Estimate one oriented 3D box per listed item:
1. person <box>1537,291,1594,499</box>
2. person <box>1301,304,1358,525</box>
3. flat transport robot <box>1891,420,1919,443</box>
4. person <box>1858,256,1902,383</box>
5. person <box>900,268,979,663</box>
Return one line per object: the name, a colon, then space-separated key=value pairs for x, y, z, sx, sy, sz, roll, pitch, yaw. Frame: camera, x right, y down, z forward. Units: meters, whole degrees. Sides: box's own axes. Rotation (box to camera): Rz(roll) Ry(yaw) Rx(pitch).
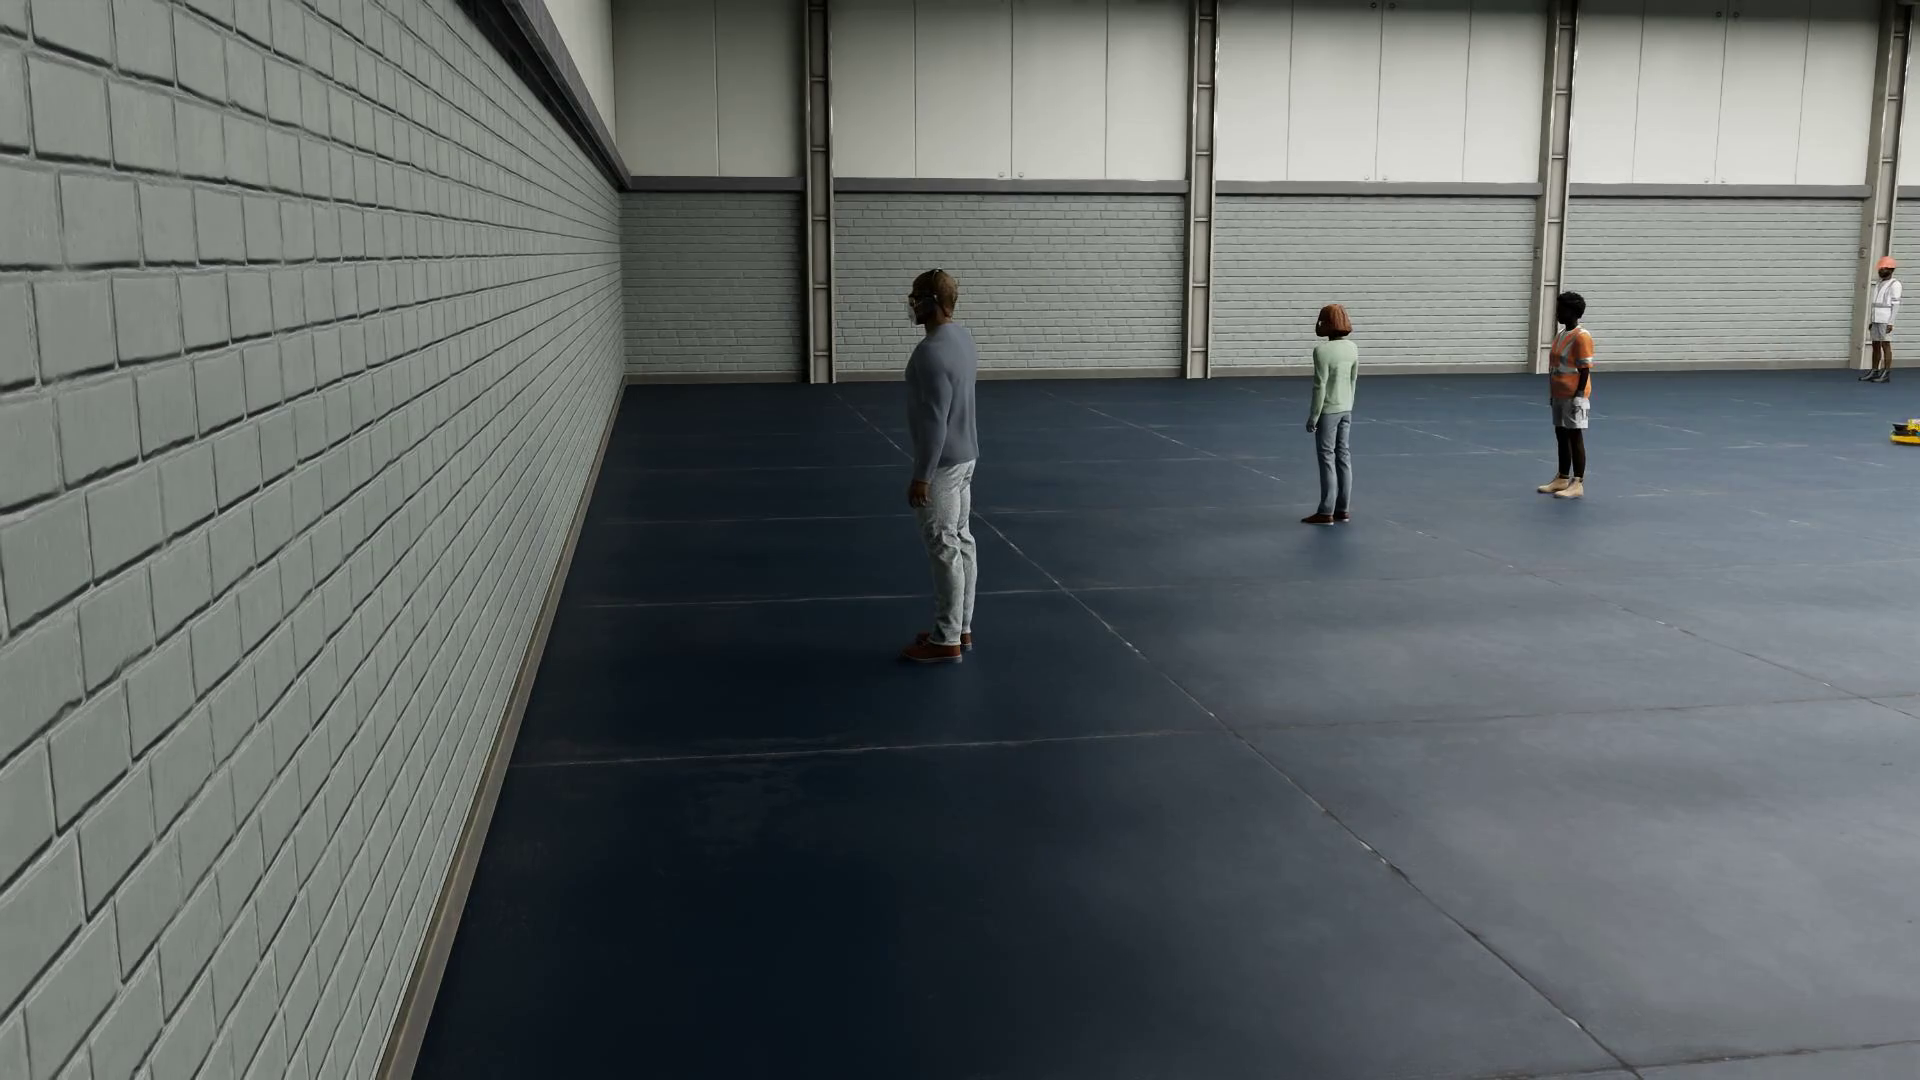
person: x=5.001 y=-1.191 z=13.676 sx=0.319 sy=1.698 sz=0.538 roll=-1 pitch=10 yaw=-3
person: x=2.757 y=-0.928 z=12.359 sx=0.504 sy=1.633 sz=0.279 roll=-9 pitch=14 yaw=-43
flat transport robot: x=10.546 y=-1.114 z=17.346 sx=1.431 sy=0.197 sz=0.652 roll=6 pitch=11 yaw=30
person: x=14.248 y=-3.392 z=25.707 sx=0.396 sy=1.941 sz=0.551 roll=-1 pitch=10 yaw=-7
person: x=-0.100 y=-0.359 z=8.202 sx=0.370 sy=1.940 sz=0.627 roll=3 pitch=10 yaw=16
